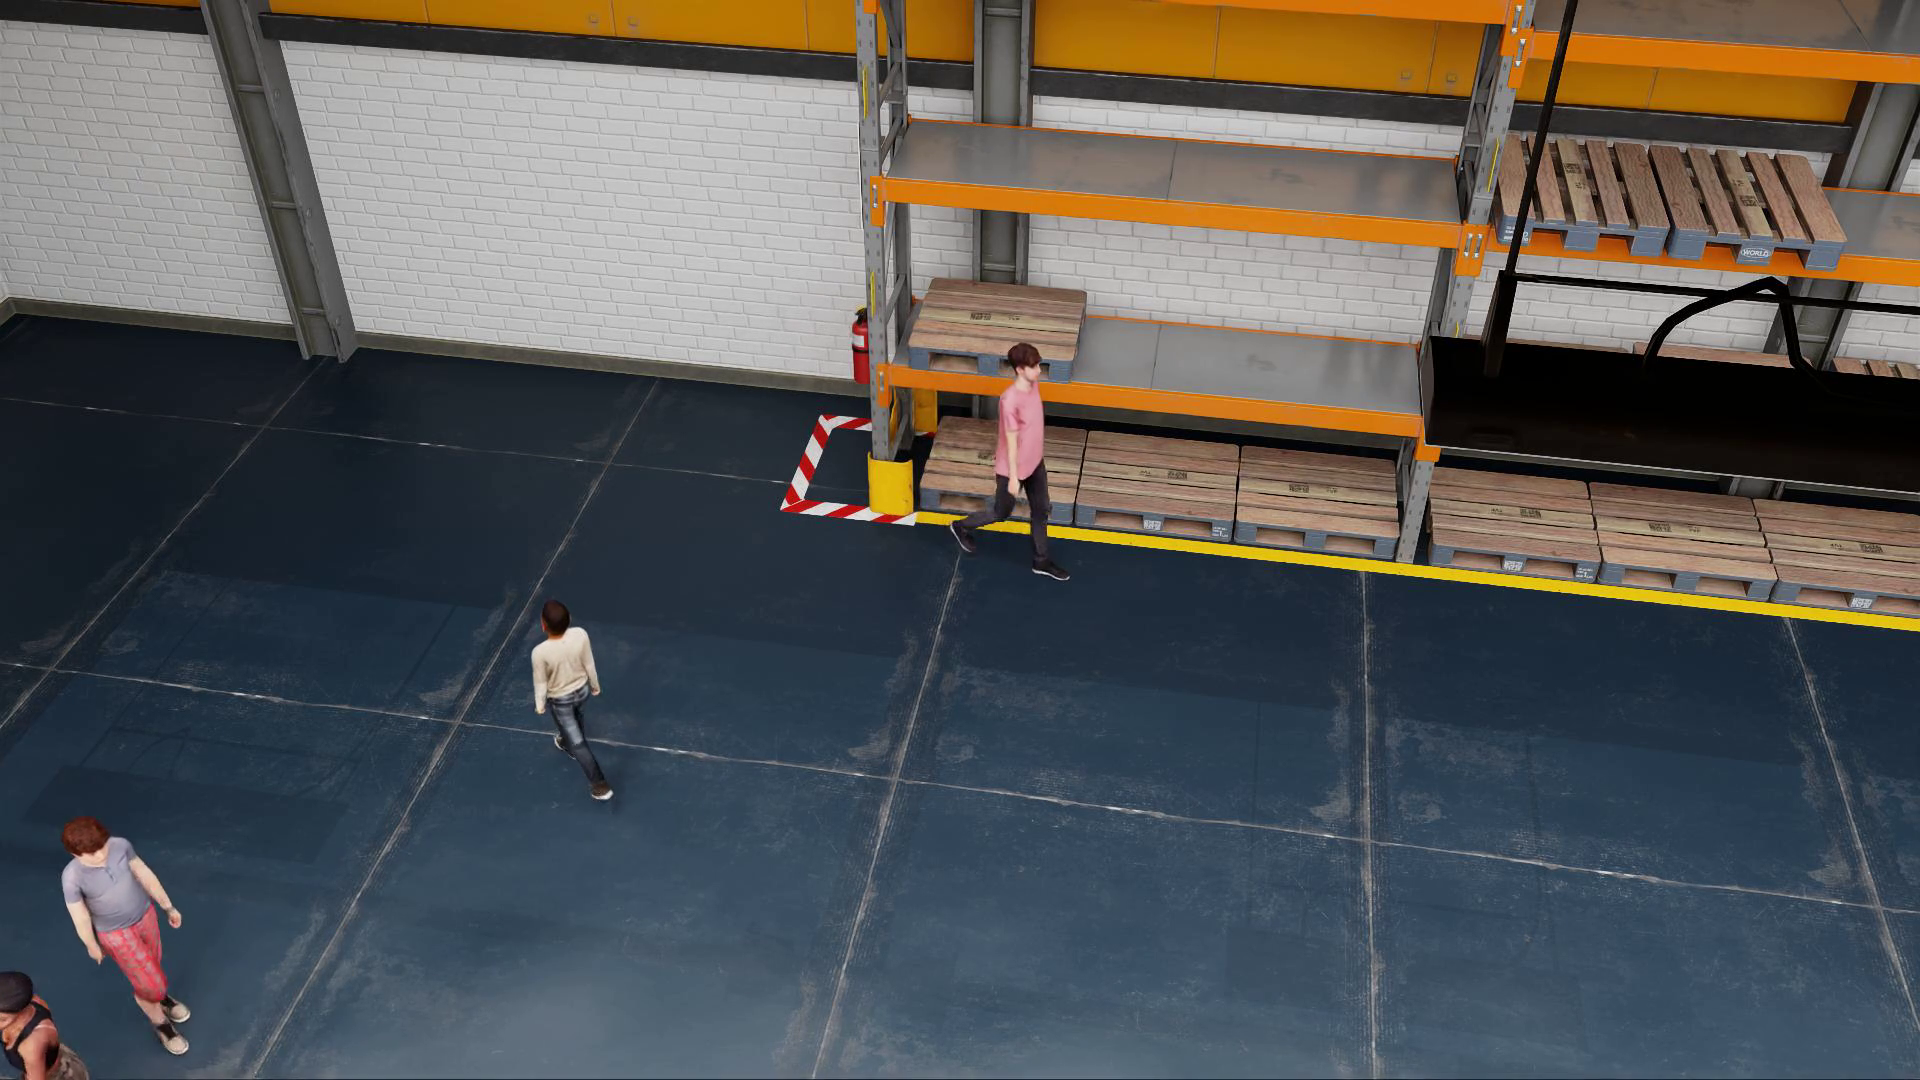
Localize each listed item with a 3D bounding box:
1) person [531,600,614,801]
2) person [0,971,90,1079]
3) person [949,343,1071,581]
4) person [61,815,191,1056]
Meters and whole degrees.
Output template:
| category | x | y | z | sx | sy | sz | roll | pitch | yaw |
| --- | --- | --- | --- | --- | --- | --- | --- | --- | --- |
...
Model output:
| category | x | y | z | sx | sy | sz | roll | pitch | yaw |
| --- | --- | --- | --- | --- | --- | --- | --- | --- | --- |
| person | -2.386 | 0.999 | 10.270 | 0.915 | 1.446 | 1.049 | -31 | 48 | -33 |
| person | -4.278 | 2.622 | 8.056 | 0.942 | 1.672 | 0.884 | -20 | 43 | -23 |
| person | 0.335 | -0.564 | 11.840 | 1.262 | 1.928 | 0.903 | 19 | 42 | 23 |
| person | -4.489 | 2.007 | 8.856 | 0.766 | 1.635 | 0.689 | 18 | 42 | 21 |
